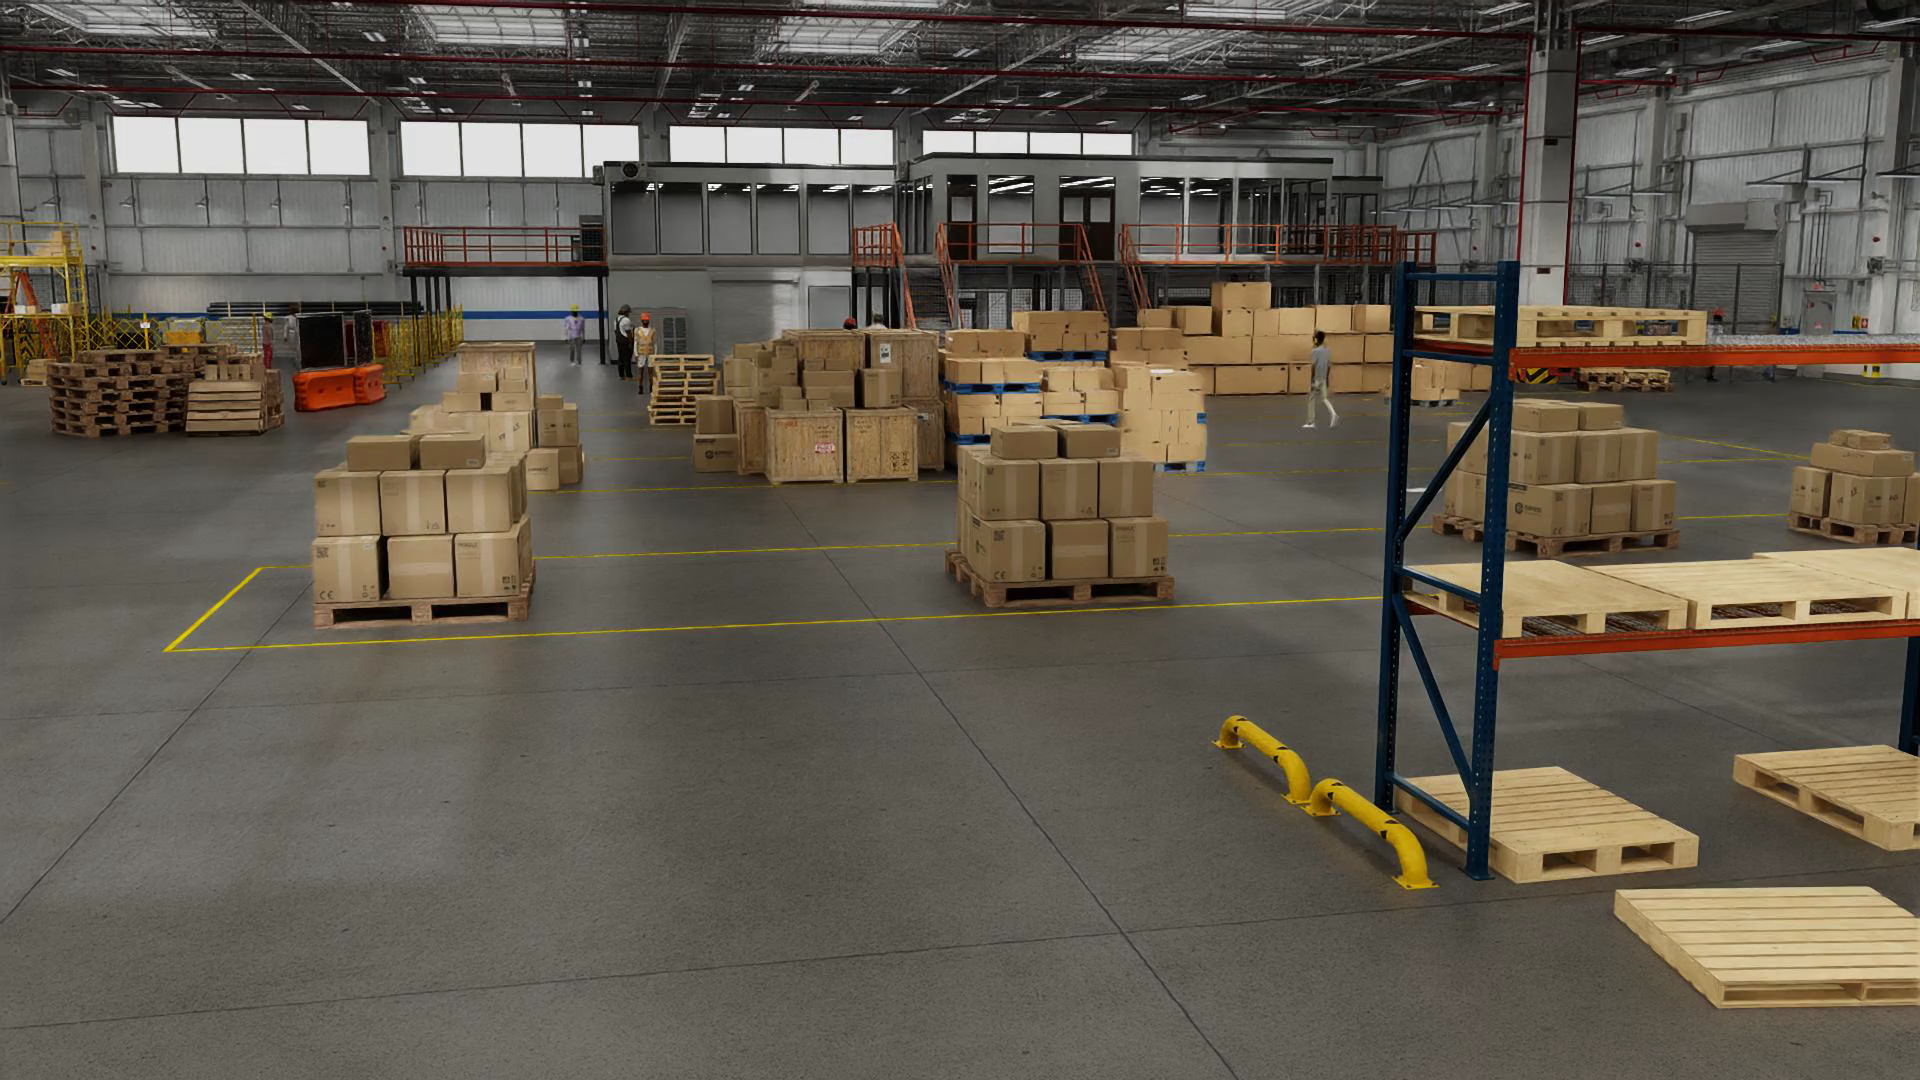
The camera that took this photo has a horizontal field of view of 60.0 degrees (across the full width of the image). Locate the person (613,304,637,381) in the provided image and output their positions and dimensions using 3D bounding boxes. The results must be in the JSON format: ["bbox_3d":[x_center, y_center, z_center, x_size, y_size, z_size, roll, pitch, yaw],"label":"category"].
[{"bbox_3d":[-8.853,-5.248,44.164,0.536,2.000,0.676,-8,12,-42],"label":"person"}]

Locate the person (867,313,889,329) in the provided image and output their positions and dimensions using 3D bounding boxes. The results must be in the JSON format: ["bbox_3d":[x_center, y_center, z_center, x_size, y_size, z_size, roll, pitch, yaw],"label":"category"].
[{"bbox_3d":[-1.922,-4.413,39.463,0.650,1.904,0.851,3,10,18],"label":"person"}]

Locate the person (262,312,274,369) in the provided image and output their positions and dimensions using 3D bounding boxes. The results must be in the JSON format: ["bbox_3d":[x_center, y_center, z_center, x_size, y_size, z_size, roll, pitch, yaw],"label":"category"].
[{"bbox_3d":[-19.080,-5.395,45.928,0.333,1.761,0.524,-9,13,-43],"label":"person"}]

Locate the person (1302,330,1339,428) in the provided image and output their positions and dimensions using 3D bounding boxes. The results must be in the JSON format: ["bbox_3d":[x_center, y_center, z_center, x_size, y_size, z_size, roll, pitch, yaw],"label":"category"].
[{"bbox_3d":[6.718,-2.974,30.902,0.523,1.852,0.782,-5,11,-27],"label":"person"}]

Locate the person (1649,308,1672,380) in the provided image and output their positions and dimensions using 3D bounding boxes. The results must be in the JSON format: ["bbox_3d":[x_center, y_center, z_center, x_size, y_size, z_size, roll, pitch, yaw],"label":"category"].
[{"bbox_3d":[18.624,-5.206,44.256,0.585,1.927,0.366,2,9,9],"label":"person"}]

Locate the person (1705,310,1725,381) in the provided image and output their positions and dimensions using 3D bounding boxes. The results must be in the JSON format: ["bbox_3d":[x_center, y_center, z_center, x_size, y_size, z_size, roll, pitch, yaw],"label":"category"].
[{"bbox_3d":[19.765,-5.073,43.464,0.471,1.917,0.581,-2,9,-11],"label":"person"}]

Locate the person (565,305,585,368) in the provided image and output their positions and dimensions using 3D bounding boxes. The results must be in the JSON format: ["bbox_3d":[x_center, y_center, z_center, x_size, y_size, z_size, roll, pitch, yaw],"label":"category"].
[{"bbox_3d":[-11.601,-6.141,50.091,0.607,1.896,0.860,-4,10,-22],"label":"person"}]

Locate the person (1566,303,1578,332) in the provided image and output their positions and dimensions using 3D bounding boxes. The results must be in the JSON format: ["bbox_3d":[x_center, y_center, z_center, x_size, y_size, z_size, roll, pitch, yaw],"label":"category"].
[{"bbox_3d":[17.980,-6.044,49.303,0.613,1.946,0.406,1,9,6],"label":"person"}]

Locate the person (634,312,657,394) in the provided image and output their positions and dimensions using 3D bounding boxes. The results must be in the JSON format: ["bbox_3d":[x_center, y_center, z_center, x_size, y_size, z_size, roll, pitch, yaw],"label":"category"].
[{"bbox_3d":[-7.446,-4.421,39.443,0.551,1.935,0.362,-3,10,-19],"label":"person"}]

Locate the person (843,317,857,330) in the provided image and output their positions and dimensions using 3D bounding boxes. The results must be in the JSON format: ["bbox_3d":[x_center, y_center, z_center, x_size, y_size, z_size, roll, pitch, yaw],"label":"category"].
[{"bbox_3d":[-2.118,-3.300,32.316,0.605,2.034,0.392,0,9,-1],"label":"person"}]

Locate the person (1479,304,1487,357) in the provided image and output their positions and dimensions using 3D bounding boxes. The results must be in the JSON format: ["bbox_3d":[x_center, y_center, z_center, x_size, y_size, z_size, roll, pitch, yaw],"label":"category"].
[{"bbox_3d":[14.294,-5.469,45.650,0.397,1.992,0.623,-1,9,-3],"label":"person"}]

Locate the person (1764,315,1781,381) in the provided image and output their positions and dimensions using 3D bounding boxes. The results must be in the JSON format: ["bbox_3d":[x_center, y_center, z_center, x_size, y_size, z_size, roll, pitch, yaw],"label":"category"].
[{"bbox_3d":[21.450,-5.044,43.838,0.554,1.736,0.378,-7,12,-37],"label":"person"}]

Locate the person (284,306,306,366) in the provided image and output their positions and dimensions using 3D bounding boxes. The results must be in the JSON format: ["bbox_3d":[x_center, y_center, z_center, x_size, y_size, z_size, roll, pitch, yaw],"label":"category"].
[{"bbox_3d":[-20.341,-6.255,50.923,0.591,1.847,0.969,-1,9,-4],"label":"person"}]
